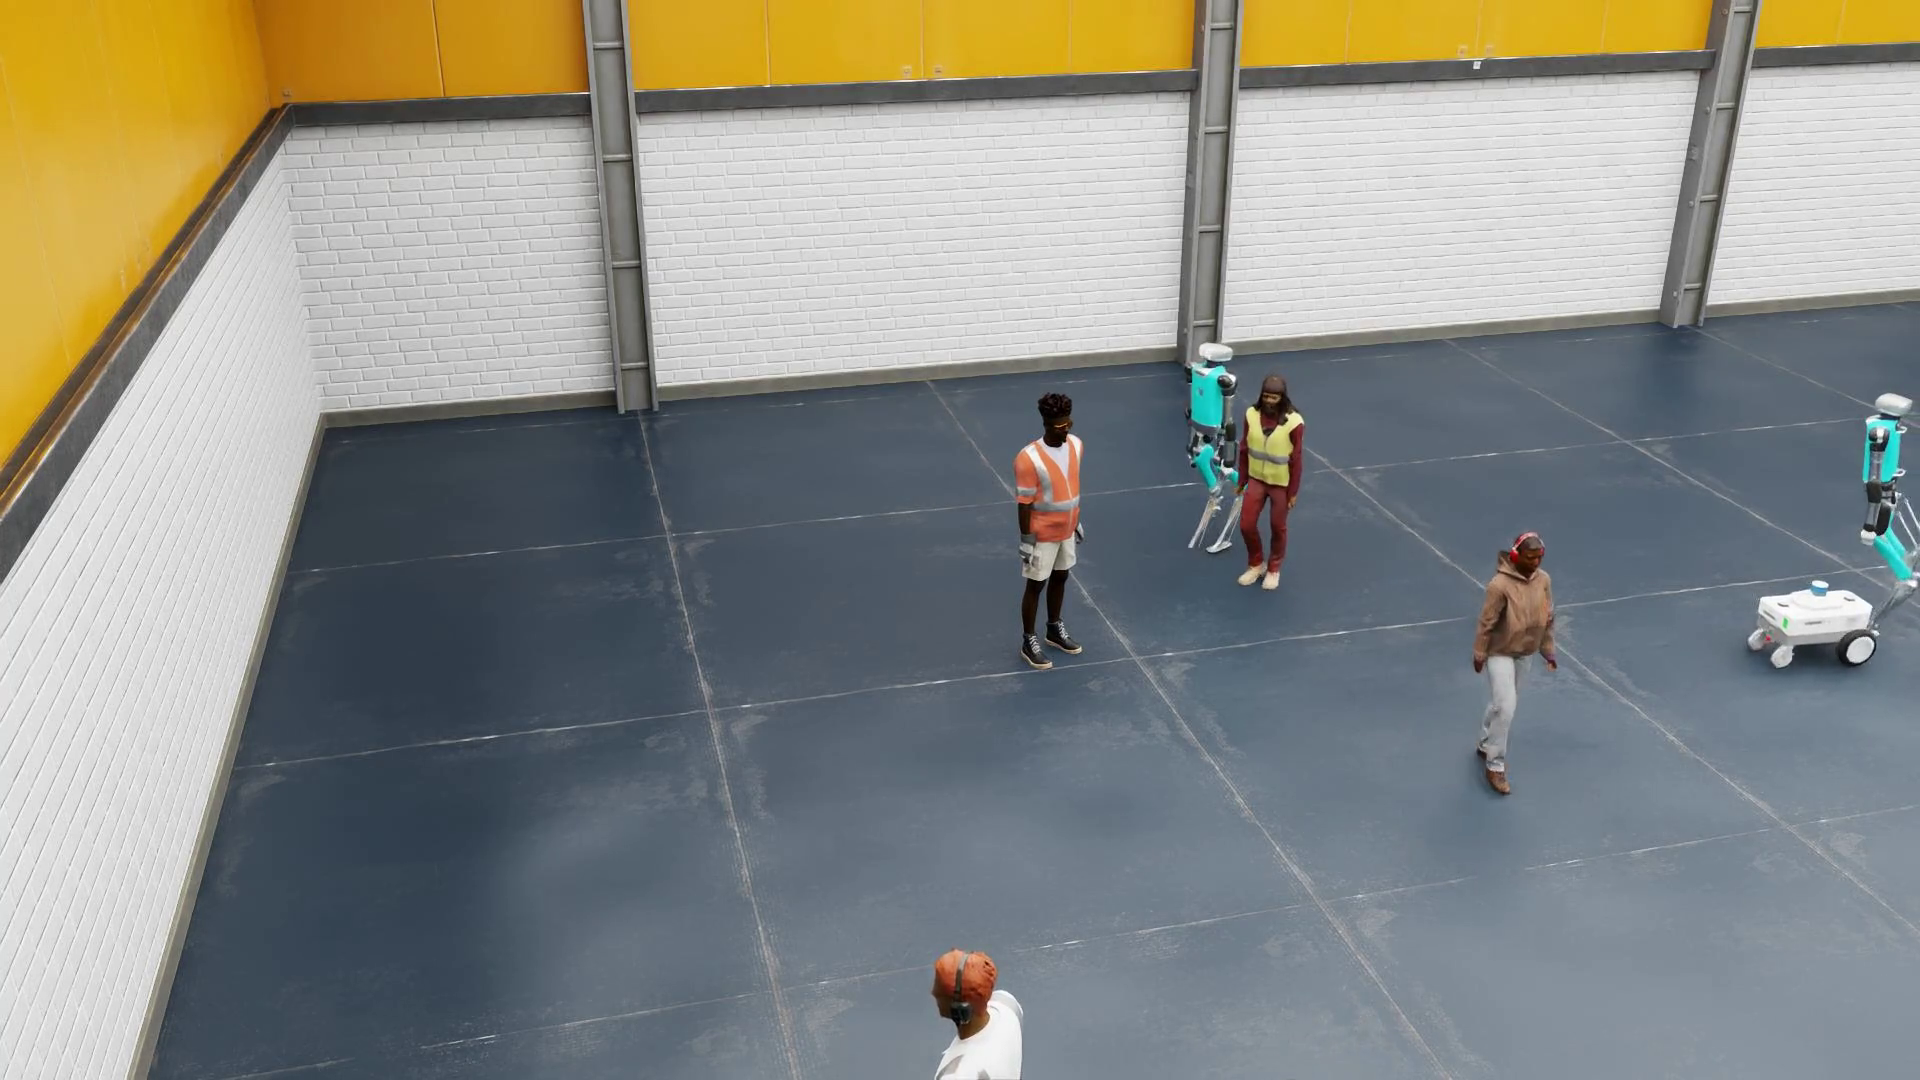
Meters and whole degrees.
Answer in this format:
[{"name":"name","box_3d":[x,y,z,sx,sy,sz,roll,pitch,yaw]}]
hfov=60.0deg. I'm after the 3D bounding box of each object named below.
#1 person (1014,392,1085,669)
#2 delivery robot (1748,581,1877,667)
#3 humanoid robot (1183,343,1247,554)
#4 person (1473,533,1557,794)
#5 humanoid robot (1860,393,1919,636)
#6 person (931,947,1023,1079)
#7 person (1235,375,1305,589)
[{"name":"person","box_3d":[0.631,-0.082,11.441,0.612,1.964,0.361,-22,32,-40]},{"name":"delivery robot","box_3d":[6.015,0.585,11.701,0.808,0.614,0.499,-4,24,-9]},{"name":"humanoid robot","box_3d":[2.110,-0.696,13.167,0.698,1.831,0.547,-15,28,-30]},{"name":"person","box_3d":[3.381,0.728,10.015,0.468,1.632,0.634,-10,26,-21]},{"name":"humanoid robot","box_3d":[6.697,-0.118,11.847,0.701,1.817,0.539,16,28,32]},{"name":"person","box_3d":[0.052,2.303,6.144,0.354,1.878,0.565,10,26,22]},{"name":"person","box_3d":[2.331,-0.429,12.519,0.489,1.739,0.463,13,27,27]}]
